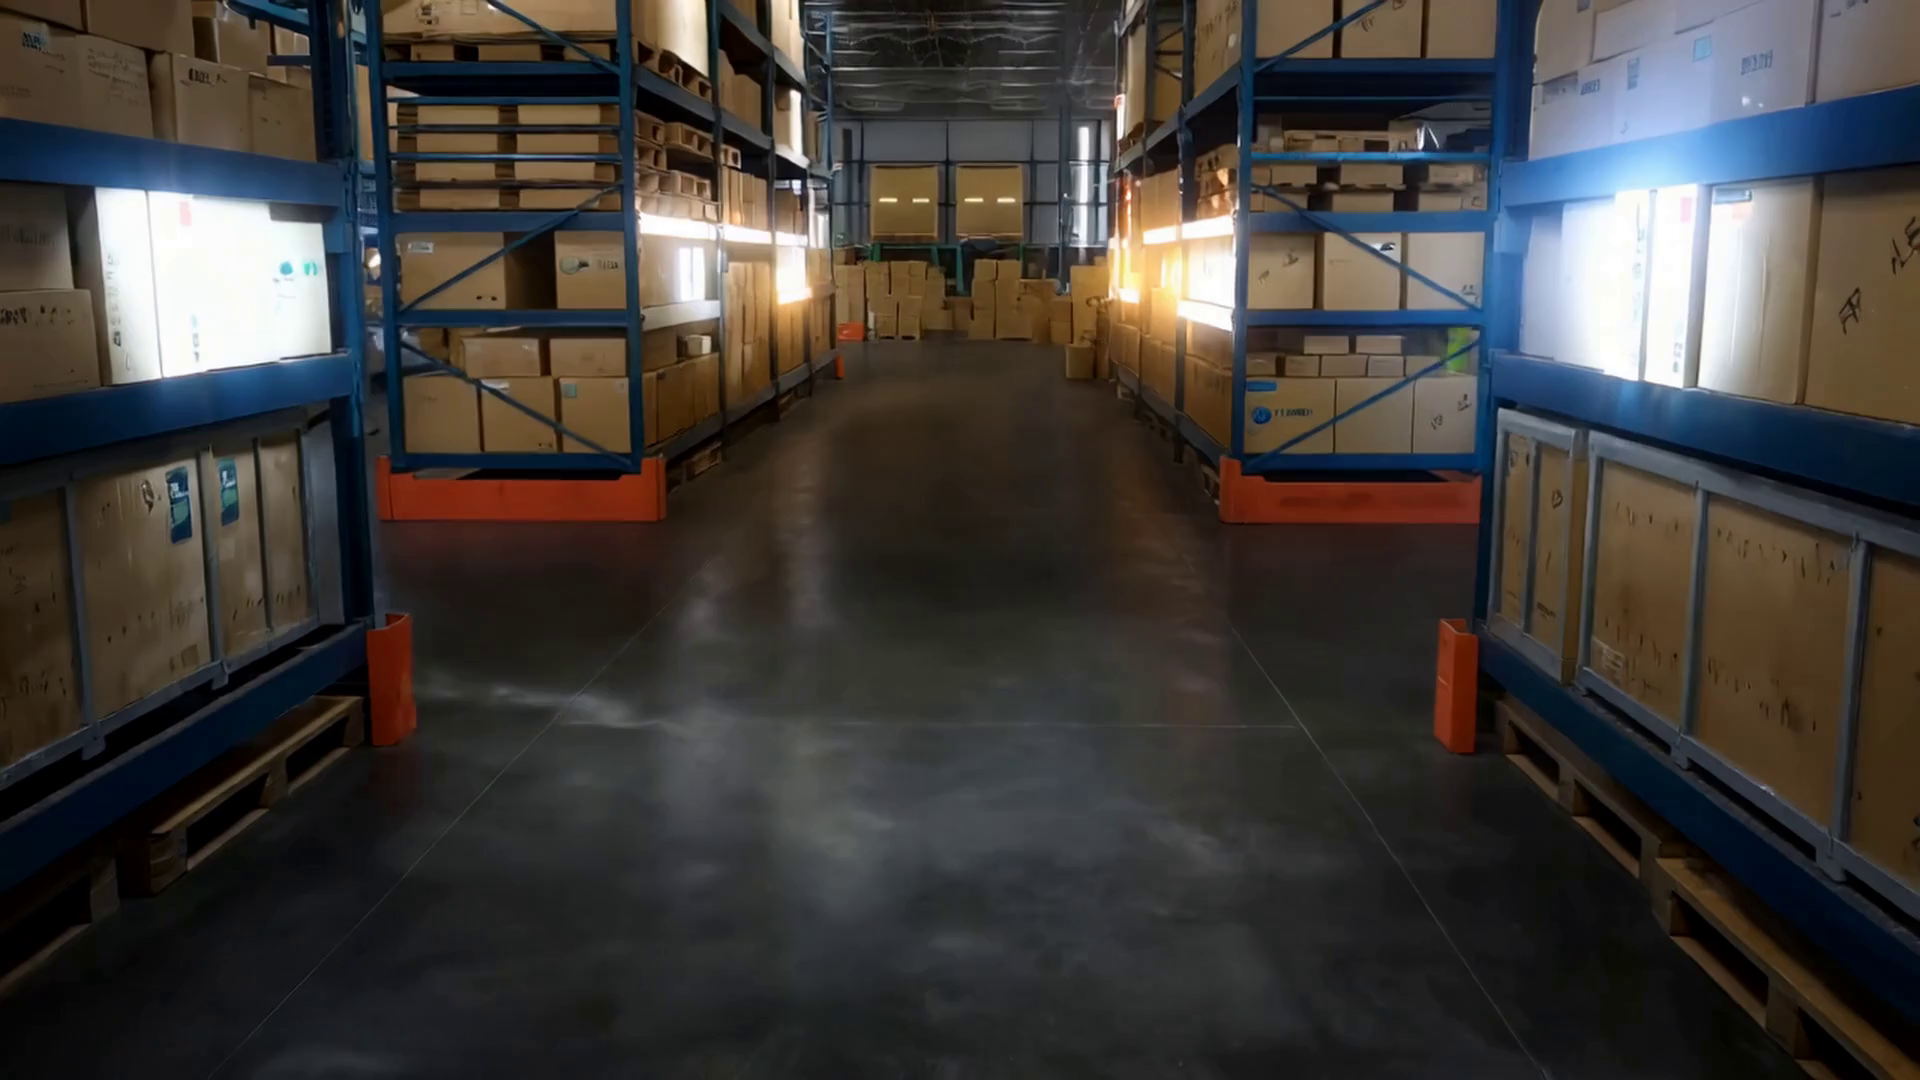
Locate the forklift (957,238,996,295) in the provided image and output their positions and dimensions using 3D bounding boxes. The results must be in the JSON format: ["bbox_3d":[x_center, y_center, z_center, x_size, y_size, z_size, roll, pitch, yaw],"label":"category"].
[{"bbox_3d":[0.728,-8.852,56.586,1.129,2.768,1.873,-4,10,-24],"label":"forklift"}]

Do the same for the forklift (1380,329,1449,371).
[{"bbox_3d":[7.364,-3.739,25.958,1.873,2.768,1.129,0,9,1],"label":"forklift"}]

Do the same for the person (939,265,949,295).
[{"bbox_3d":[-0.622,-8.892,59.627,0.347,1.942,0.549,5,11,29],"label":"person"}]

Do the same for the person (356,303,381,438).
[{"bbox_3d":[-6.870,-1.912,18.819,0.520,1.596,0.799,0,9,-1],"label":"person"}]

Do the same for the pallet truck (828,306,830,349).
[{"bbox_3d":[-3.100,-3.940,29.800,1.885,1.965,0.823,3,10,19],"label":"pallet truck"}]
